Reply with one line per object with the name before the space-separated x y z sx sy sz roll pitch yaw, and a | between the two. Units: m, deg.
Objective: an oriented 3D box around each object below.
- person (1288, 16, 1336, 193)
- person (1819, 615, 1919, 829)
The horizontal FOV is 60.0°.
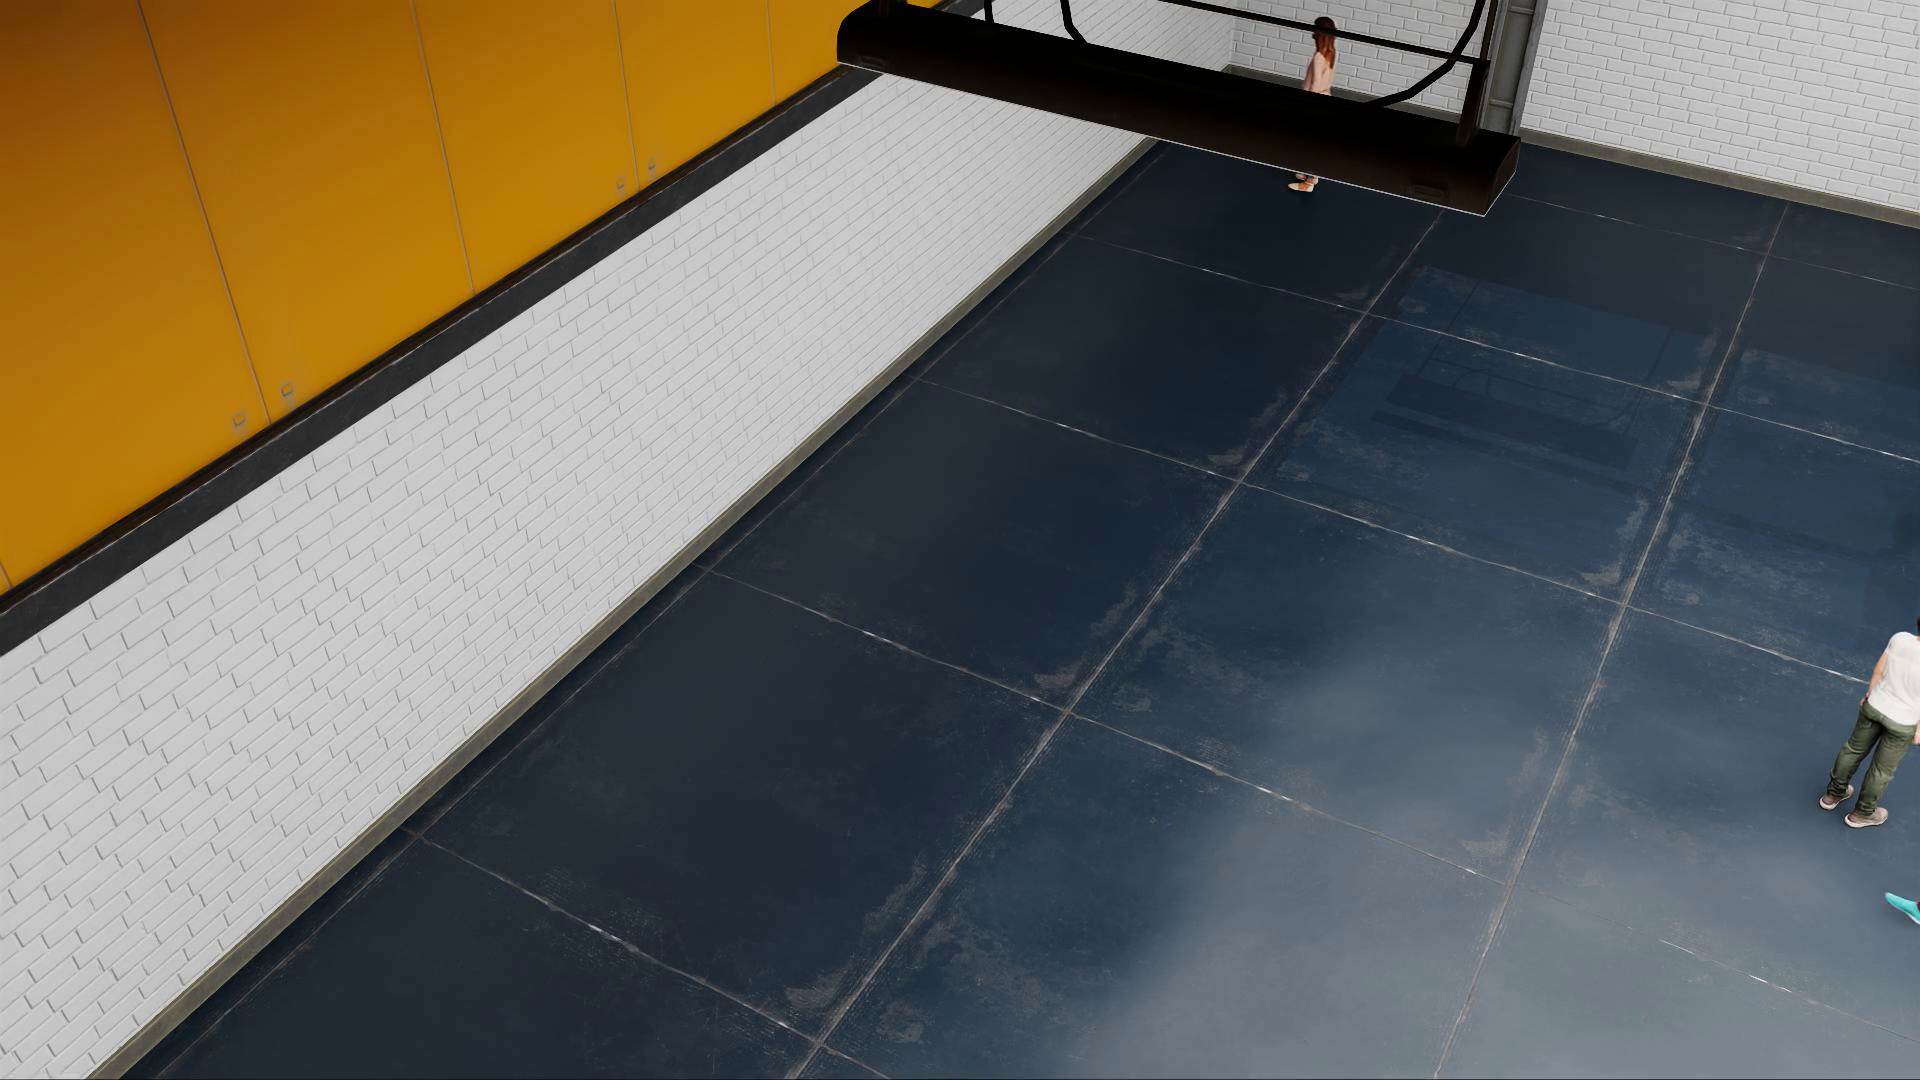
person | 3.568 -4.363 16.676 0.522 1.790 0.599 18 42 21
person | 5.613 1.047 10.012 0.723 1.654 0.638 -17 42 -20
